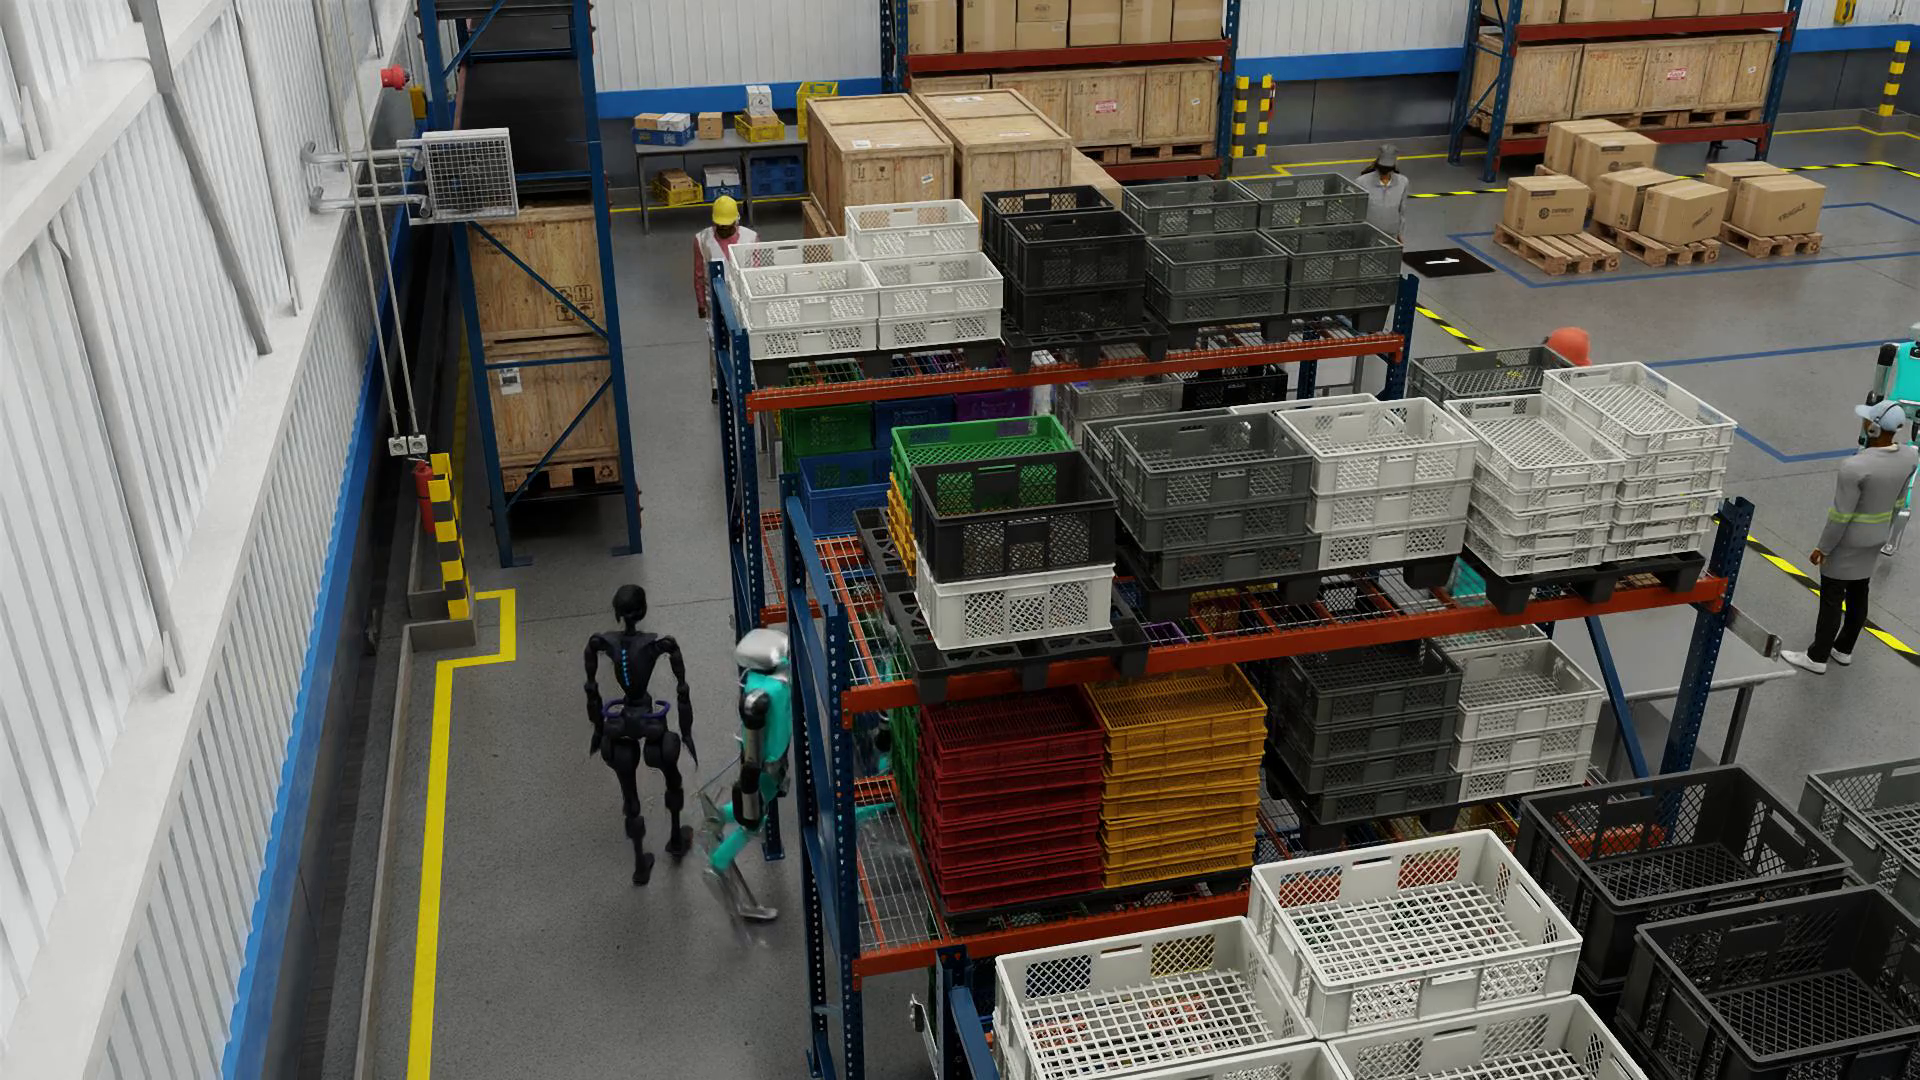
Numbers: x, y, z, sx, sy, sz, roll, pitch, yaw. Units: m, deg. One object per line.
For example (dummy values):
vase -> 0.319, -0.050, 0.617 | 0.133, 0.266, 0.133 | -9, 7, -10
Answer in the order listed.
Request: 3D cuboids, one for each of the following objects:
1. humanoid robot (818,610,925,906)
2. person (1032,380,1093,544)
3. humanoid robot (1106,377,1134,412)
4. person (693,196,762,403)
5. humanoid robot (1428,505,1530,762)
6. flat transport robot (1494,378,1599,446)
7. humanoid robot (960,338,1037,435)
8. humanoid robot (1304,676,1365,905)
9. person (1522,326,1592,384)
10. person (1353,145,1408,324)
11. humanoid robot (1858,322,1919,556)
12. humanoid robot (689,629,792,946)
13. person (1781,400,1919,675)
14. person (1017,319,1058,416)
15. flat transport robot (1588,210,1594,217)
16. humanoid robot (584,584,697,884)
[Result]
humanoid robot -> -0.457, 1.150, 8.289 | 1.025, 1.734, 0.539 | -11, 30, -19
person -> 0.659, -0.170, 10.623 | 0.826, 1.899, 0.608 | -10, 29, -18
humanoid robot -> 1.035, -0.411, 11.345 | 0.615, 1.638, 0.609 | -19, 33, -31
person -> -1.979, -2.069, 14.305 | 0.588, 1.821, 0.403 | -6, 28, -12
humanoid robot -> 2.903, 0.462, 9.682 | 0.538, 1.829, 0.816 | 1, 28, 1
flat transport robot -> 4.780, -1.036, 14.013 | 0.659, 0.231, 1.431 | -6, 28, -12
humanoid robot -> 0.300, -0.504, 11.322 | 0.530, 1.690, 0.741 | -4, 28, -8
humanoid robot -> 2.021, 1.154, 8.381 | 0.719, 1.637, 0.586 | -6, 28, -12
person -> 3.865, -0.478, 11.086 | 0.447, 2.019, 0.624 | 5, 28, 9
person -> 3.998, -2.944, 16.028 | 0.562, 1.762, 0.402 | -3, 28, -6
humanoid robot -> 6.532, -0.646, 11.557 | 0.533, 1.673, 0.735 | 14, 31, 24
humanoid robot -> -1.117, 1.221, 8.163 | 0.706, 1.800, 0.532 | 6, 28, 11
person -> 5.575, -0.021, 10.389 | 0.589, 1.852, 0.374 | -12, 30, -21
person -> 0.576, -1.260, 12.702 | 0.354, 1.886, 0.572 | 4, 28, 7
flat transport robot -> 7.447, -3.981, 19.569 | 1.431, 0.197, 0.652 | -6, 28, -12
humanoid robot -> -1.664, 0.996, 8.657 | 0.589, 1.637, 0.514 | 2, 28, 4
